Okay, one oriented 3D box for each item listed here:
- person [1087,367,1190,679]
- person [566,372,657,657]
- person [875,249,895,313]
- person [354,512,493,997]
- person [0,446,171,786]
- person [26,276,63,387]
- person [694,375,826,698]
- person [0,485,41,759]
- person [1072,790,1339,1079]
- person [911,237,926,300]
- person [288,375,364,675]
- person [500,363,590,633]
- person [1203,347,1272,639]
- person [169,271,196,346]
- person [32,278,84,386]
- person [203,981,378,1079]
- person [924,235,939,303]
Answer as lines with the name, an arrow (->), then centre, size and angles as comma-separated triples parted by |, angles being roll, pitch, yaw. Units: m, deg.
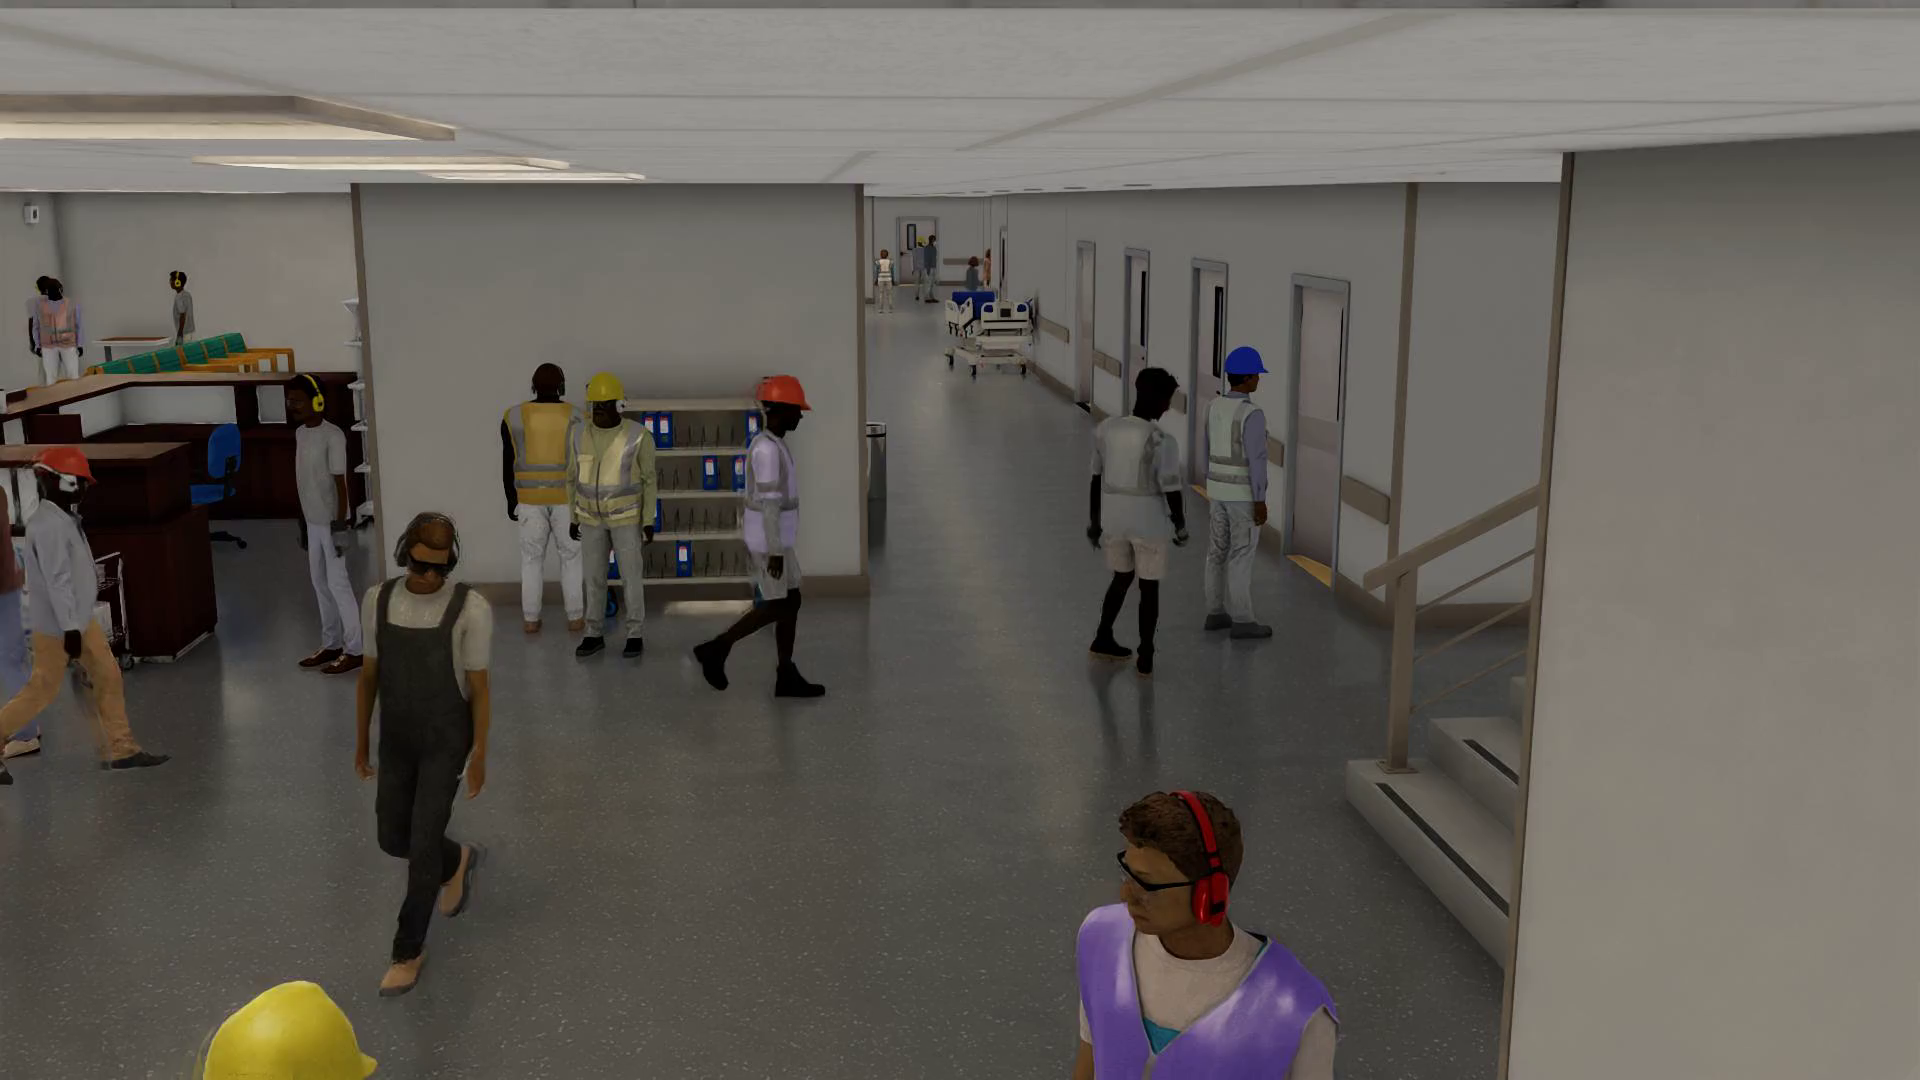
person -> 1.061, -0.108, 10.196 | 0.727, 1.923, 0.475 | 9, 15, 37
person -> -2.238, -0.157, 10.634 | 0.587, 1.835, 0.404 | 2, 12, 9
person -> -1.950, -6.699, 43.091 | 0.521, 1.636, 0.311 | -1, 12, -6
person -> -1.996, 0.754, 6.291 | 0.567, 1.798, 0.692 | 2, 12, 9
person -> -4.568, 0.377, 8.365 | 0.875, 1.693, 0.566 | -3, 12, -14
person -> -12.844, -2.786, 23.443 | 0.524, 1.856, 0.338 | -3, 12, -14
person -> -1.167, -0.005, 9.718 | 0.665, 1.910, 0.587 | 1, 12, 3
person -> -5.086, 0.272, 8.715 | 0.327, 1.765, 0.528 | -5, 13, -23
person -> 0.454, 1.351, 3.248 | 0.569, 1.840, 0.374 | 10, 15, 41
person -> -1.129, -7.915, 48.570 | 0.587, 1.825, 0.404 | 3, 12, 13
person -> -3.942, -0.097, 10.289 | 0.514, 1.861, 0.322 | 10, 15, 40
person -> -2.760, -0.278, 11.246 | 0.629, 1.837, 0.429 | -1, 12, -7
person -> 1.854, -0.316, 11.128 | 0.389, 1.949, 0.604 | -6, 13, -26
person -> -11.549, -3.058, 24.719 | 0.328, 1.876, 0.513 | -2, 12, -12
person -> -12.452, -2.689, 22.995 | 0.627, 1.844, 0.429 | -4, 12, -20
person -> -0.998, 1.536, 2.547 | 0.572, 1.754, 0.555 | 8, 14, 35
person -> -0.823, -7.701, 47.280 | 0.386, 1.930, 0.630 | 4, 12, 21
